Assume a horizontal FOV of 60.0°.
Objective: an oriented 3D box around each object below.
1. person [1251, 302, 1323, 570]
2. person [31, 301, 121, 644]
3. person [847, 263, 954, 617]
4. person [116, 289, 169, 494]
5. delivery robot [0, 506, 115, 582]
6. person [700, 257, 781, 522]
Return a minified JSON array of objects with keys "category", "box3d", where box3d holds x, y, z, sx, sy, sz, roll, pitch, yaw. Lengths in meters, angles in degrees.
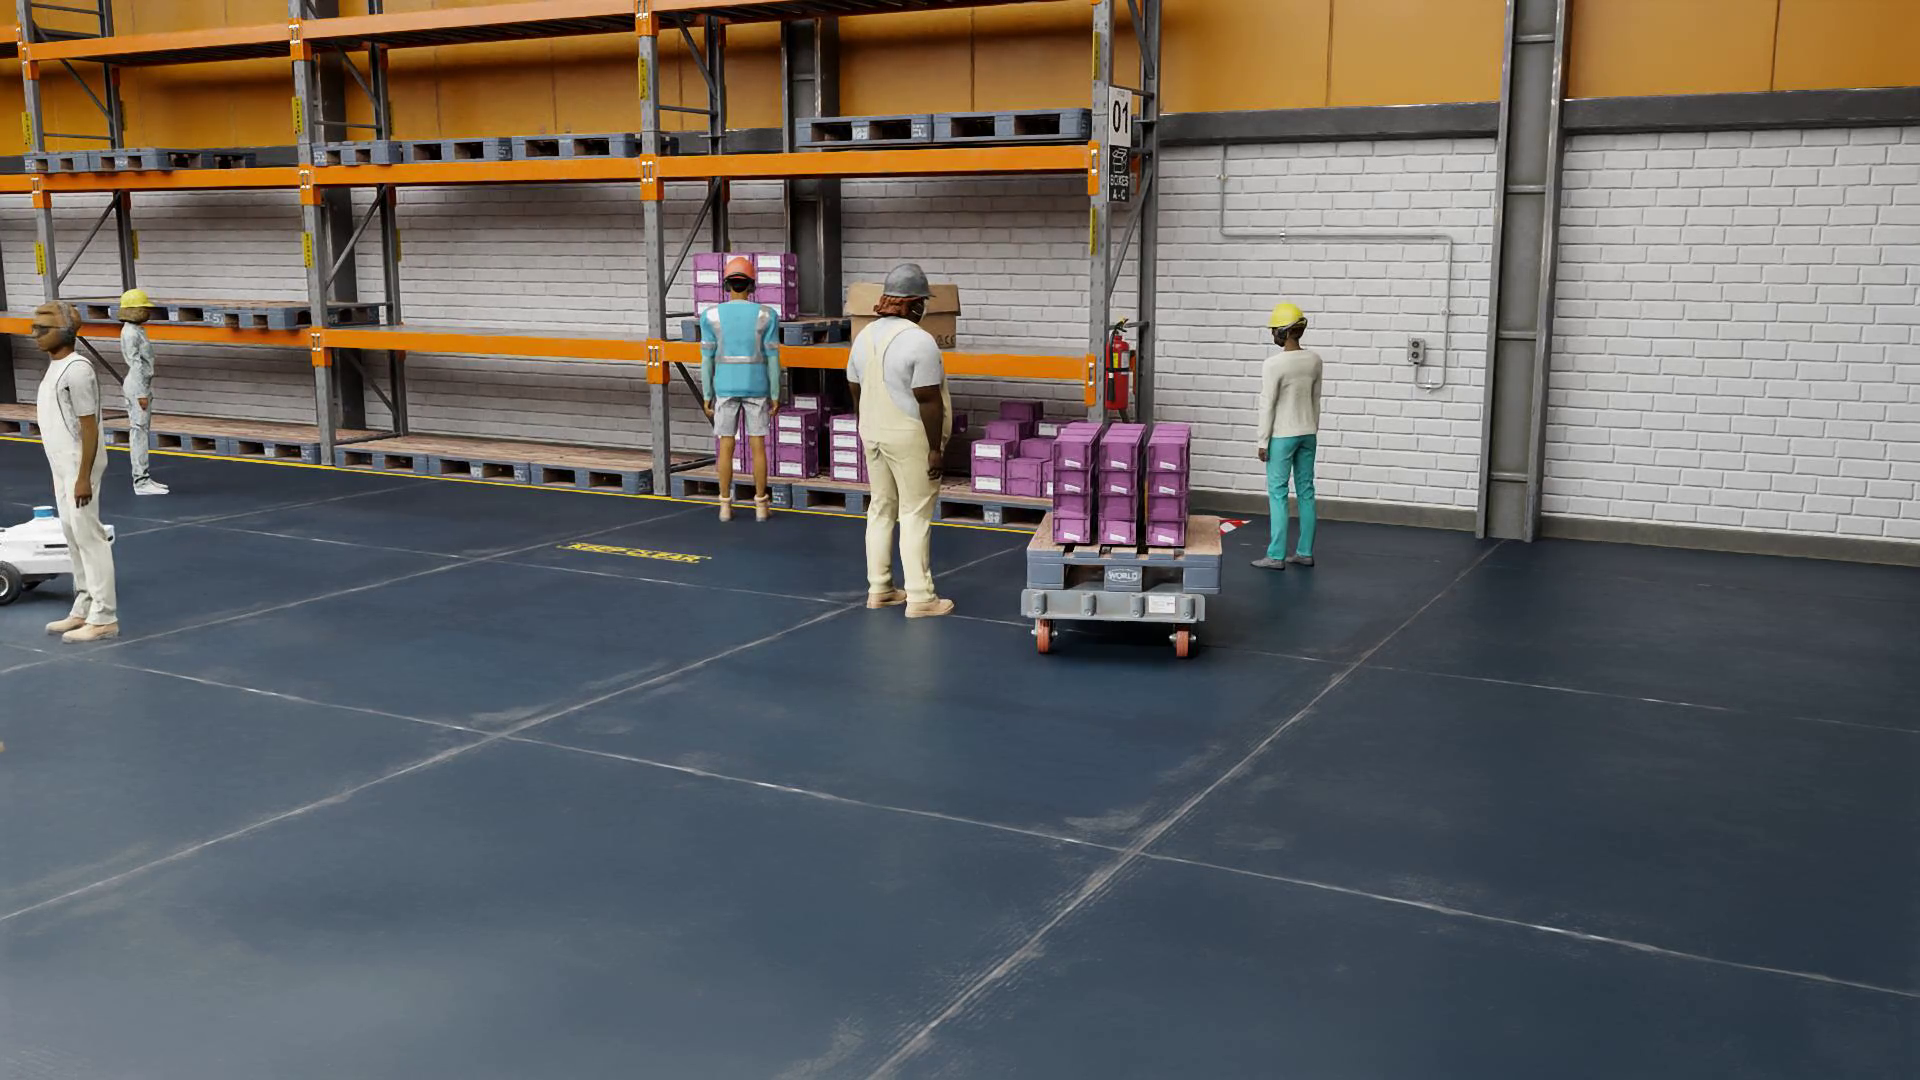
[{"category":"person","box3d":[2.155,-0.677,10.966,0.524,1.761,0.340,-7,12,-33]},{"category":"person","box3d":[-4.815,-0.366,9.014,0.338,1.845,0.514,-9,14,-41]},{"category":"person","box3d":[-0.295,-0.585,9.679,0.537,2.000,0.688,-9,14,-42]},{"category":"person","box3d":[-6.982,-1.261,14.201,0.294,1.744,0.486,-5,11,-25]},{"category":"delivery robot","box3d":[-5.531,0.039,10.079,0.707,0.478,0.477,-2,11,-13]},{"category":"person","box3d":[-1.685,-1.155,12.833,0.609,2.035,0.407,-1,10,-4]}]
